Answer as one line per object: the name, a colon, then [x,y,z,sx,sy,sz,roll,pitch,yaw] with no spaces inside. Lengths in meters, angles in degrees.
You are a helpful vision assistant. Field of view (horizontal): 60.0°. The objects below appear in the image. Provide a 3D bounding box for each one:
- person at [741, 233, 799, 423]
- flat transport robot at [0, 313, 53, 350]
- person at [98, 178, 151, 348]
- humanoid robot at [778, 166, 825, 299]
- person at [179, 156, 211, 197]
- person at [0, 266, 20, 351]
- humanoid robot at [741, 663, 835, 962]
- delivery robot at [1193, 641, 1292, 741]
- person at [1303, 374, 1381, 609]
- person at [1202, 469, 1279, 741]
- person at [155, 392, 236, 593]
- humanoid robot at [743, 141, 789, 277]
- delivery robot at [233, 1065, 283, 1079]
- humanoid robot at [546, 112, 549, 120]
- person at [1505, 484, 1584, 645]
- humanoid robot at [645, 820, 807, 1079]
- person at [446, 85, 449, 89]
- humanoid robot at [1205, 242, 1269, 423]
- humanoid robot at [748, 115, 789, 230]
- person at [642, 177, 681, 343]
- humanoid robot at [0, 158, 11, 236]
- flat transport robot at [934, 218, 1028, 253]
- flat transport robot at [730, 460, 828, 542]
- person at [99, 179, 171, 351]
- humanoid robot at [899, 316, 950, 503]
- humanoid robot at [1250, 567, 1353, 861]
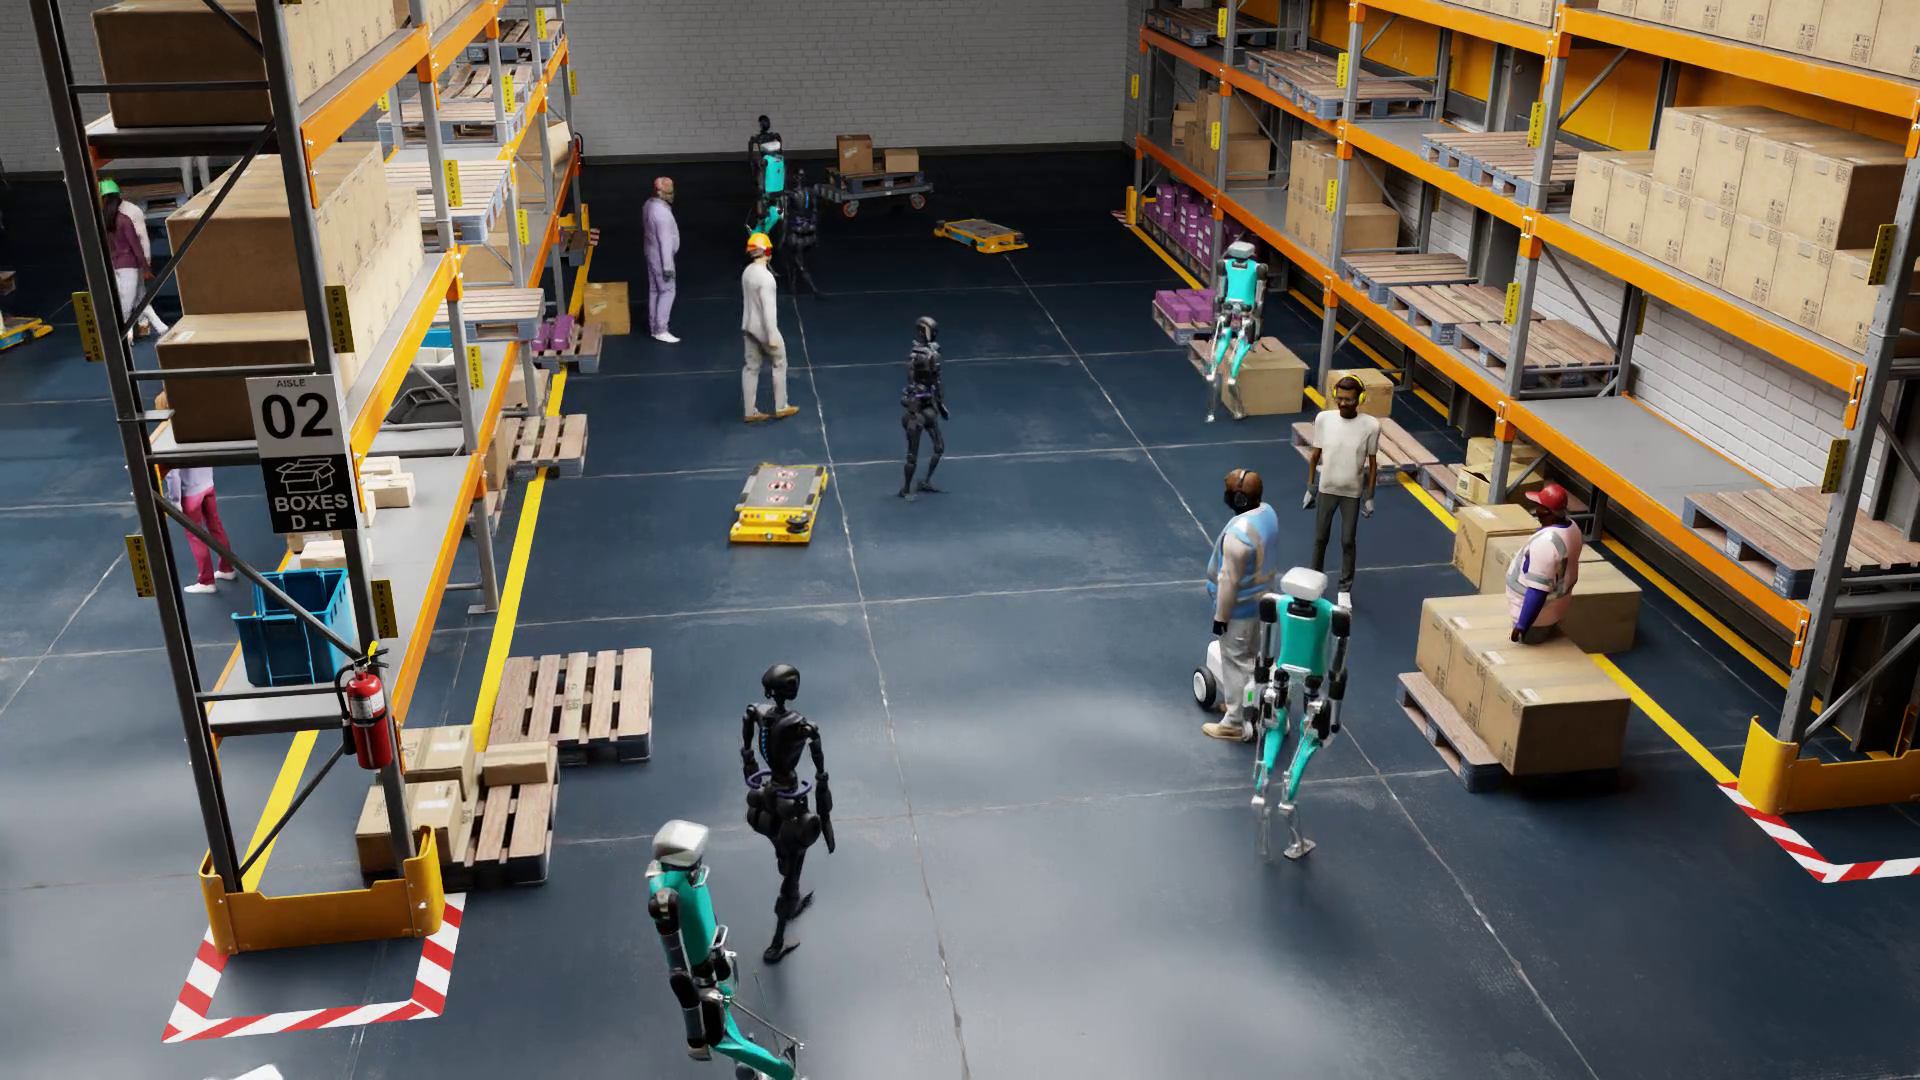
person: [-1.933,-2.097,16.483,0.699,1.854,0.593,-20,30,-37]
flat transport robot: [-11.063,-2.264,18.836,0.659,0.231,1.431,4,24,10]
person: [-9.482,-3.143,18.835,0.634,1.885,1.022,-9,25,-20]
humanoid robot: [-1.982,-3.806,20.671,0.627,1.640,0.618,21,31,39]
person: [-11.804,-6.071,25.556,0.632,1.839,0.429,-17,29,-33]
person: [-11.002,-2.980,18.626,0.558,1.745,0.331,0,24,1]
humanoid robot: [-0.895,1.383,8.792,0.596,1.637,0.639,14,27,29]
delivery robot: [1.924,0.956,11.160,0.499,0.607,0.808,-7,25,-15]
person: [2.851,-0.349,12.484,0.530,1.869,0.313,9,25,20]
person: [1.813,0.407,10.815,0.431,1.836,0.620,12,26,25]
person: [-5.921,-0.370,12.834,0.283,1.628,0.503,5,24,10]
humanoid robot: [-2.622,-4.286,21.709,0.770,1.853,0.535,16,29,33]
delivery robot: [-3.305,2.652,7.290,0.806,0.602,0.499,-19,30,-37]
humanoid robot: [-6.724,-6.245,26.233,0.608,1.650,0.761,4,24,9]
person: [3.730,0.459,10.785,0.420,1.752,0.621,17,29,33]
humanoid robot: [-0.913,2.078,7.282,0.815,1.886,0.537,1,24,3]
person: [-8.170,-6.496,26.783,0.384,1.620,0.524,-11,26,-23]
humanoid robot: [2.653,-1.985,16.394,0.534,1.797,0.778,12,27,26]
humanoid robot: [-2.757,-5.286,23.985,0.615,1.648,0.486,-15,28,-31]
person: [-3.392,-3.210,18.990,0.399,1.888,0.754,-11,26,-23]
humanoid robot: [-14.018,-5.220,23.879,0.600,1.633,0.768,-14,27,-28]
flat transport robot: [0.285,-4.300,23.474,0.659,0.231,1.431,-14,27,-29]
flat transport robot: [-1.554,-0.340,14.452,0.659,0.231,1.431,1,24,2]
person: [-9.404,-3.098,18.726,0.541,1.883,1.003,12,26,25]
humanoid robot: [-0.324,-1.158,14.567,0.335,1.650,0.587,12,26,25]
humanoid robot: [1.837,1.099,9.412,0.558,1.830,0.706,12,27,26]
